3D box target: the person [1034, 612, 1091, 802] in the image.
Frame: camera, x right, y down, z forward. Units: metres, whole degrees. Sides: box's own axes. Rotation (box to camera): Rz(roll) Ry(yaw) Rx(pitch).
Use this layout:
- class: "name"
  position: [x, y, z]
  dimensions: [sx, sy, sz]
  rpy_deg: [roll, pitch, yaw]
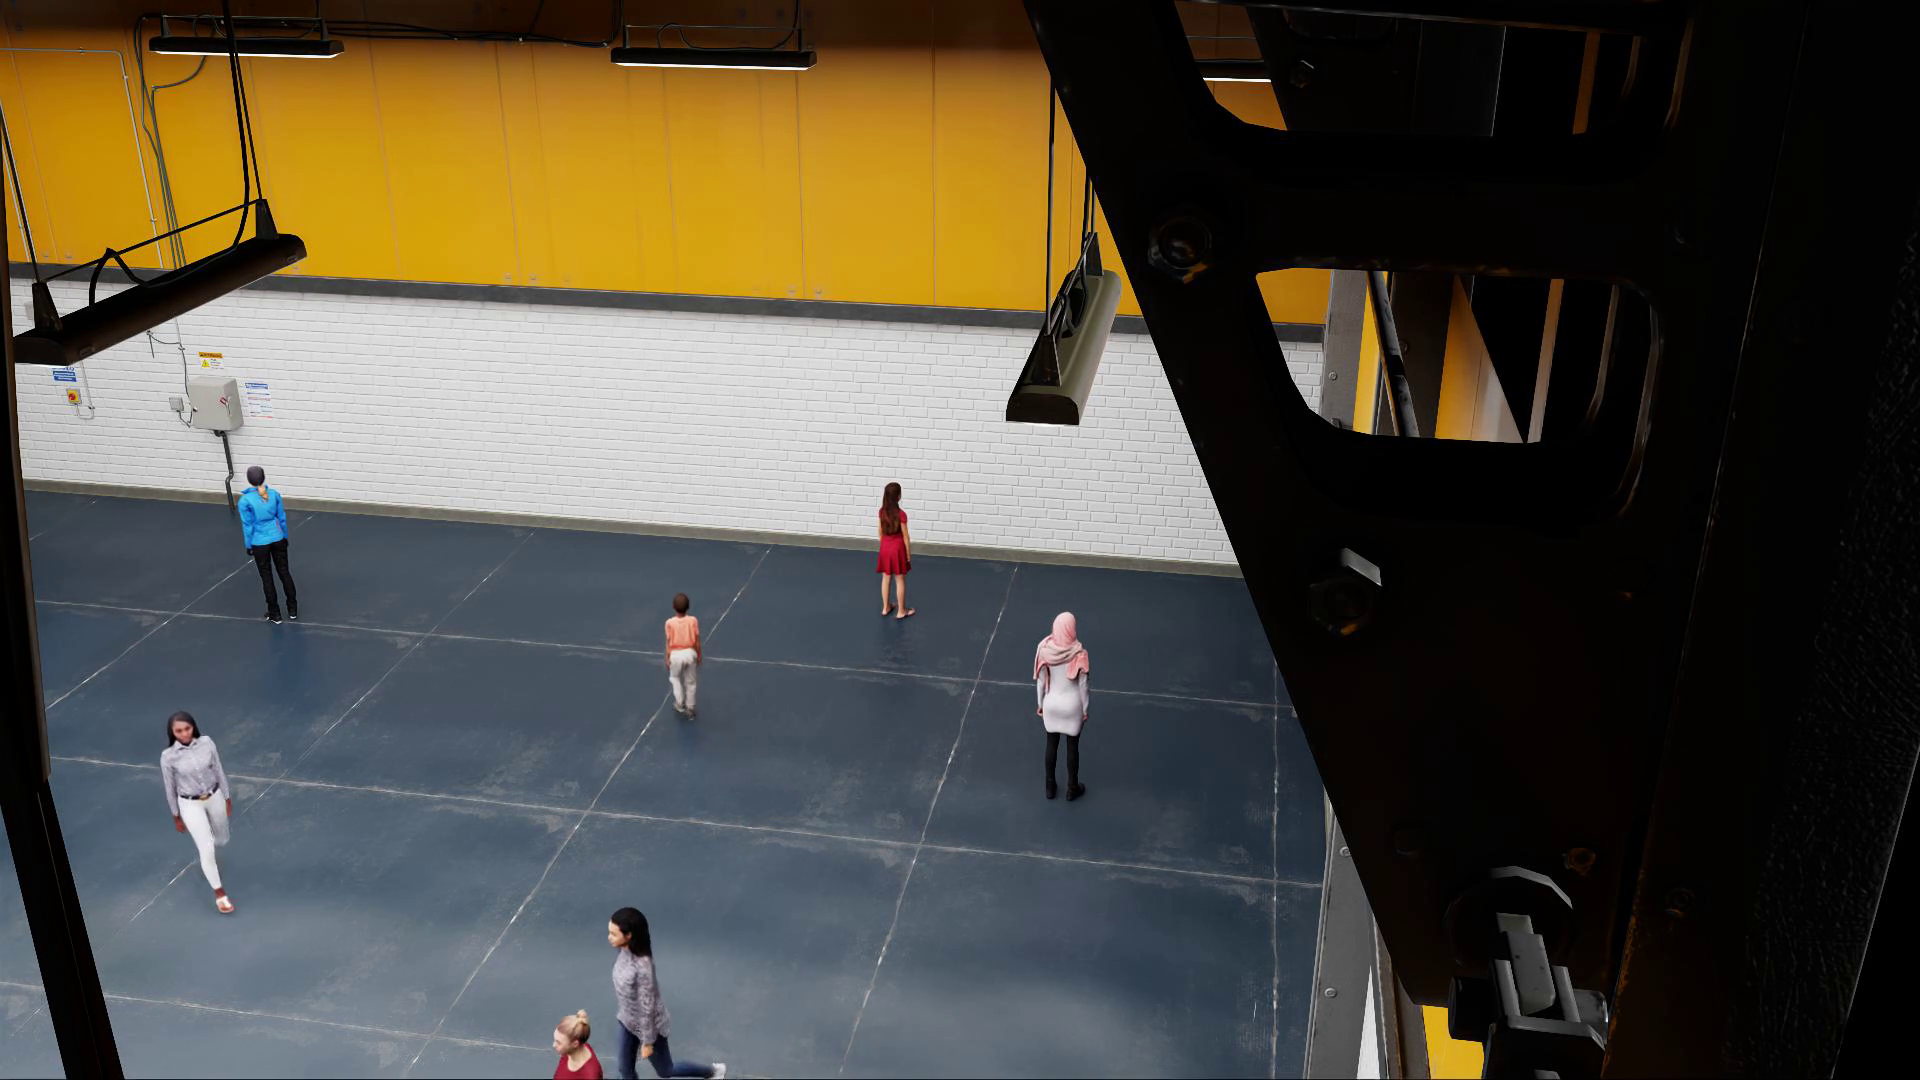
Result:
- class: "person"
  position: [0.907, 1.457, 14.637]
  dimensions: [0.657, 1.803, 0.616]
  rpy_deg: [7, 25, 16]

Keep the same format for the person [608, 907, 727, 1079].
- class: "person"
  position: [-1.996, 3.133, 10.919]
  dimensions: [1.120, 1.711, 1.047]
  rpy_deg: [-18, 29, -35]

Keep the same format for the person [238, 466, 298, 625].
- class: "person"
  position: [-7.440, 0.038, 17.893]
  dimensions: [0.668, 1.796, 0.748]
  rpy_deg: [-19, 30, -36]

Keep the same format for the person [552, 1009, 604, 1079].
- class: "person"
  position: [-2.194, 3.546, 10.043]
  dimensions: [1.098, 1.657, 1.120]
  rpy_deg: [-11, 26, -24]

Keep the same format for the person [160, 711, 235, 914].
- class: "person"
  position: [-6.066, 2.106, 13.277]
  dimensions: [1.020, 1.704, 1.039]
  rpy_deg: [-18, 29, -35]

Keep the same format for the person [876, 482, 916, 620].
- class: "person"
  position: [-0.718, 0.102, 18.050]
  dimensions: [0.625, 1.553, 0.686]
  rpy_deg: [12, 27, 26]

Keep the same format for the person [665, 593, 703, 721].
- class: "person"
  position: [-2.655, 1.141, 15.989]
  dimensions: [0.612, 1.301, 0.675]
  rpy_deg: [-6, 24, -14]
